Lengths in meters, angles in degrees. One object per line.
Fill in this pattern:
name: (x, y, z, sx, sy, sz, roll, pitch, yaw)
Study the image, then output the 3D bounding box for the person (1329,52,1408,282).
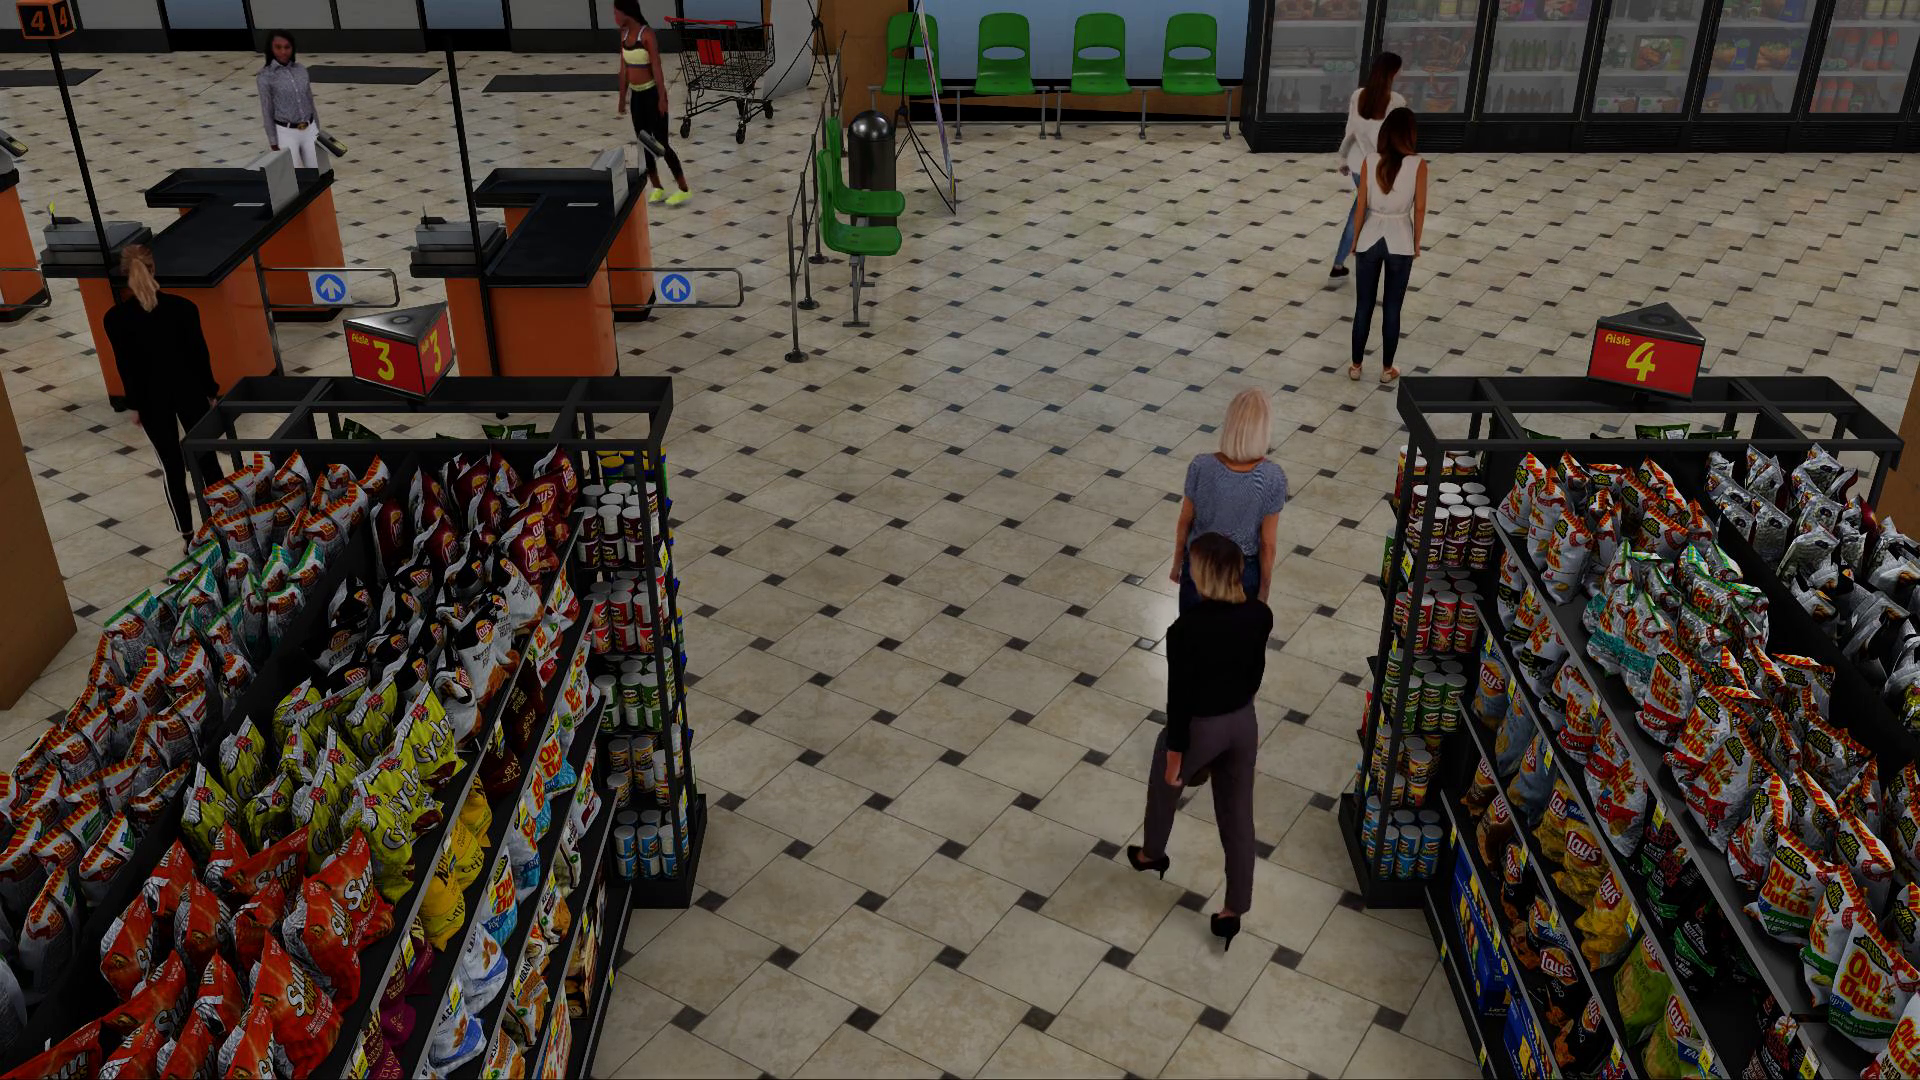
person: (2.996, -2.699, 12.285, 1.107, 1.635, 1.149, 25, 37, 37)

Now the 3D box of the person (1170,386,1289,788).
person: (1.085, 0.218, 6.889, 0.646, 1.687, 1.113, 2, 29, 4)

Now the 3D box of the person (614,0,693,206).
person: (-2.597, -3.687, 14.018, 0.768, 1.709, 0.795, 12, 31, 21)

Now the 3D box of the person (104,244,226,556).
person: (-4.030, -0.687, 8.528, 0.684, 1.704, 0.673, -13, 31, -23)

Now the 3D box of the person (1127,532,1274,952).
person: (0.940, 0.778, 5.908, 0.845, 1.644, 0.983, -12, 31, -21)

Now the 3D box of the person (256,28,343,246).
person: (-5.160, -3.097, 12.922, 0.728, 1.723, 0.657, 23, 36, 36)

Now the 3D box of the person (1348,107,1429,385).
person: (2.709, -1.862, 10.595, 0.656, 1.785, 0.637, 10, 30, 18)
